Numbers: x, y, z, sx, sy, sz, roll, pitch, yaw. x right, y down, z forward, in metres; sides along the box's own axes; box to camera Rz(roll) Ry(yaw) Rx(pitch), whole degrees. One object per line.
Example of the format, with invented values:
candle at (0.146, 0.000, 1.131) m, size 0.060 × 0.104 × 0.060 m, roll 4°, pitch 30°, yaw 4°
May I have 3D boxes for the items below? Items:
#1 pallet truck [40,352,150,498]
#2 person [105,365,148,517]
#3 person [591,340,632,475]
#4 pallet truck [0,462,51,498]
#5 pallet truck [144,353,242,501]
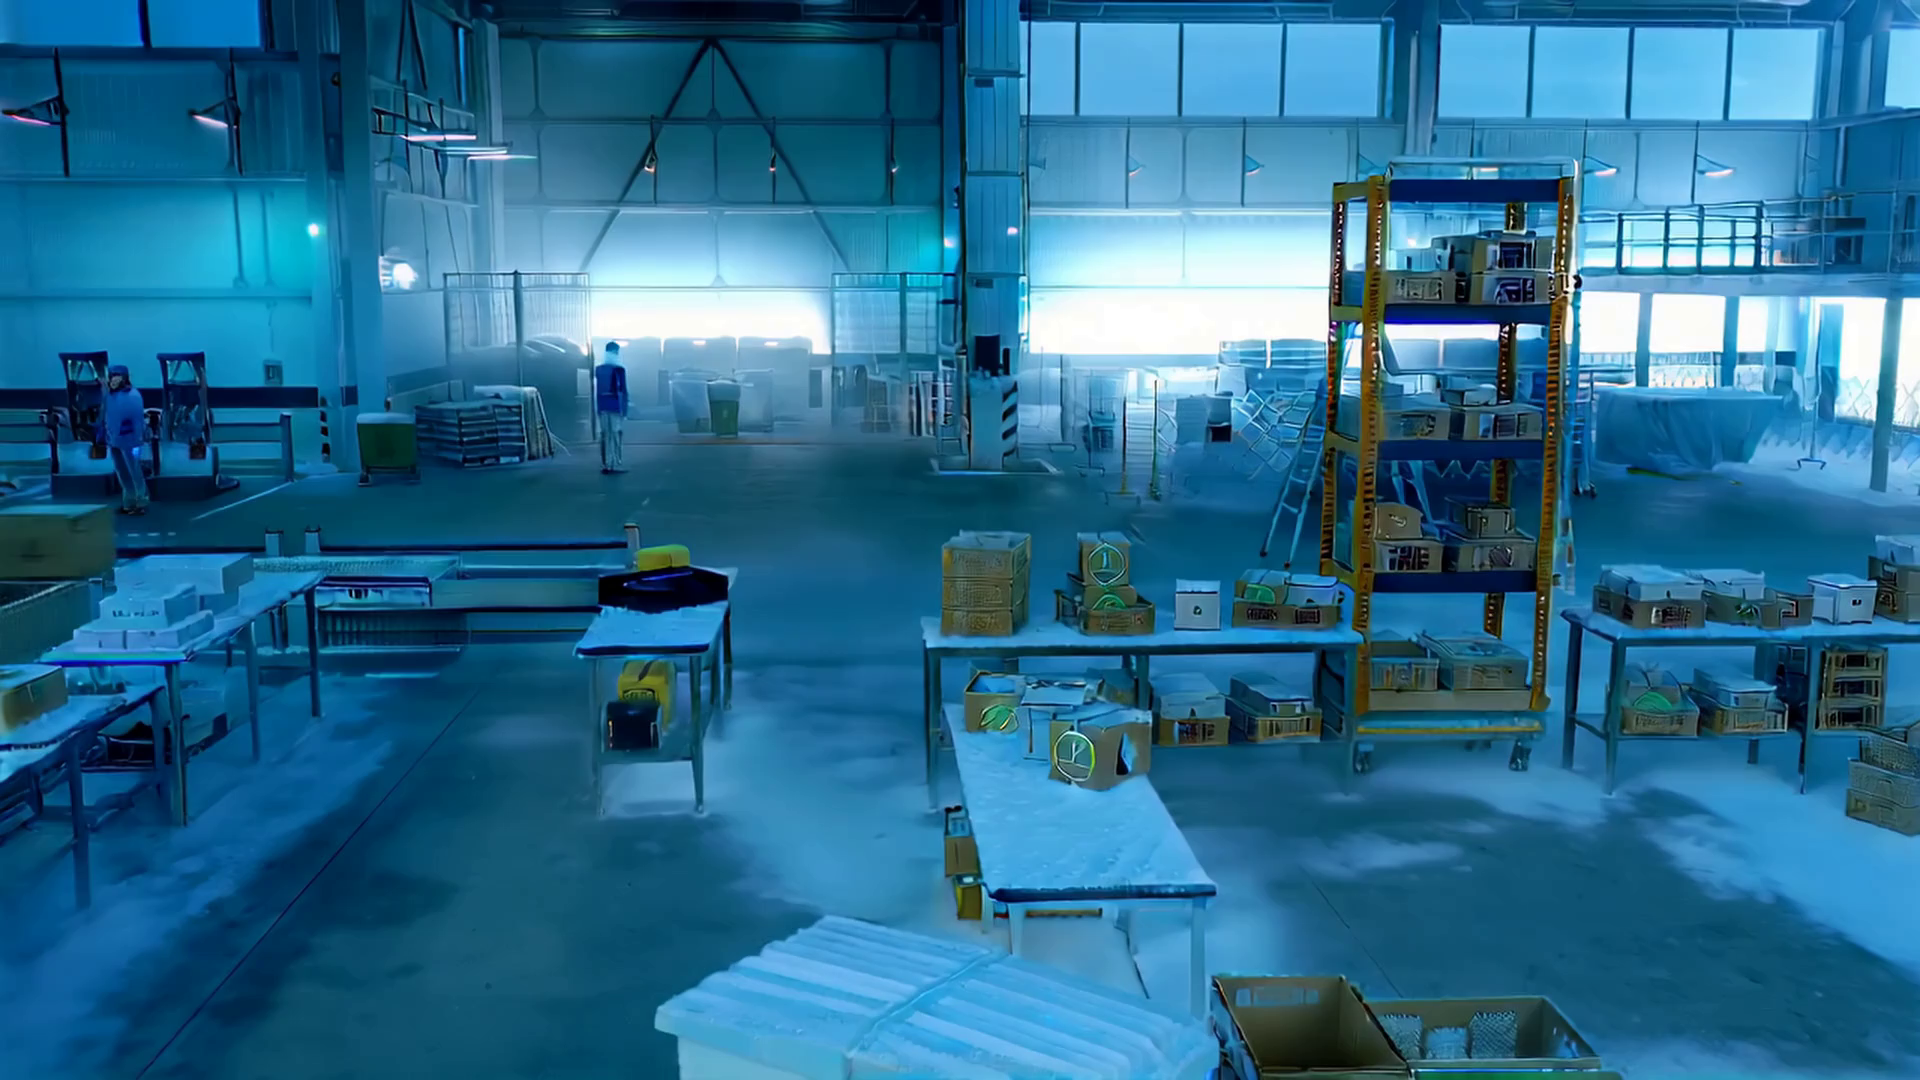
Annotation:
pallet truck at (-11.907, -1.642, 23.165) m, size 0.823 × 1.965 × 1.885 m, roll 0°, pitch 9°, yaw 0°
person at (-10.520, -1.243, 20.928) m, size 0.644 × 1.913 × 0.408 m, roll 6°, pitch 11°, yaw 34°
person at (-5.307, -2.013, 25.347) m, size 0.608 × 2.044 × 0.371 m, roll 4°, pitch 10°, yaw 23°
pallet truck at (-13.193, -1.293, 23.148) m, size 0.653 × 1.274 × 1.630 m, roll -1°, pitch 9°, yaw -4°
pallet truck at (-10.520, -1.604, 22.925) m, size 0.823 × 1.965 × 1.885 m, roll -1°, pitch 9°, yaw -6°
